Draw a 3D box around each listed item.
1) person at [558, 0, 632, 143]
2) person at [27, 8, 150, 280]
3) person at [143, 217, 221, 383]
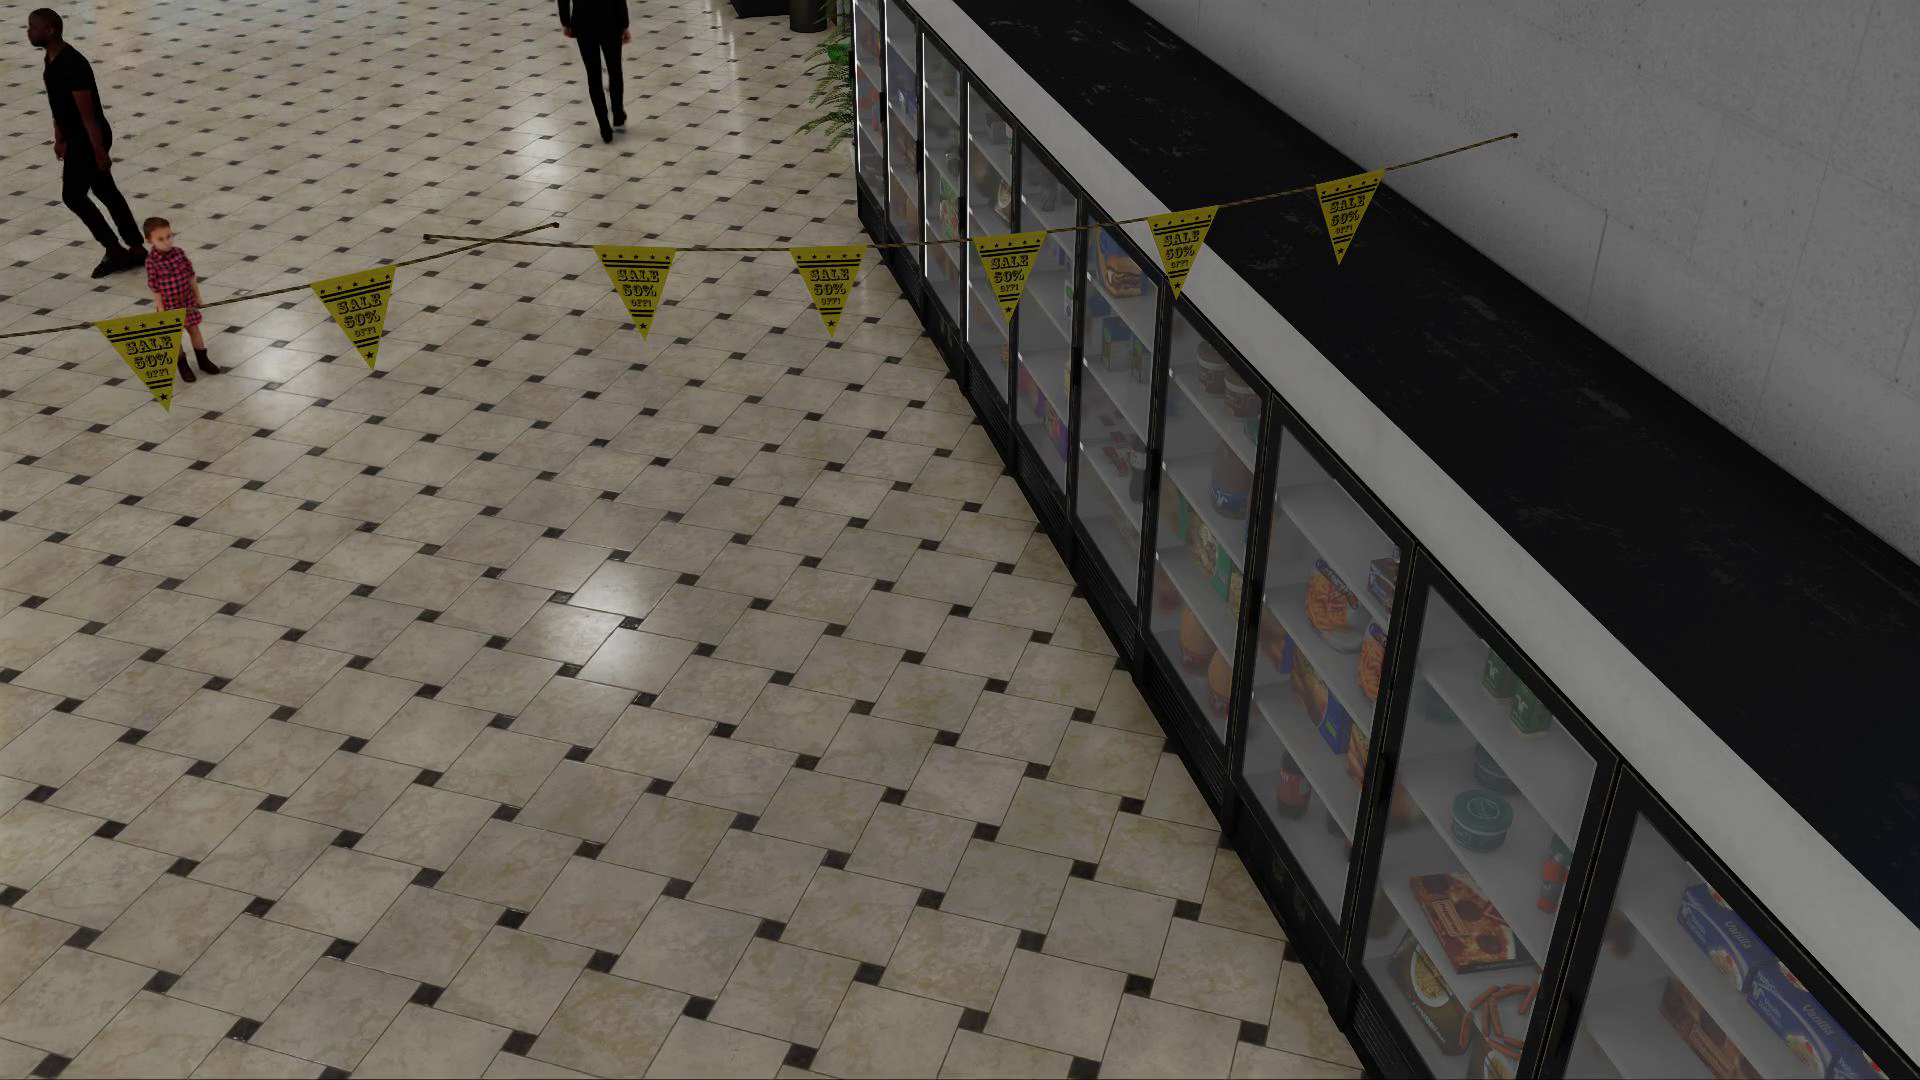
[{"bbox_3d":[-2.982,-4.192,13.616,0.863,1.871,0.842,-4,32,-7],"label":"person"},{"bbox_3d":[-5.825,-2.696,11.273,0.789,1.805,0.769,-19,37,-27],"label":"person"},{"bbox_3d":[-4.735,-1.470,10.045,0.555,1.020,0.475,27,41,36],"label":"person"}]
